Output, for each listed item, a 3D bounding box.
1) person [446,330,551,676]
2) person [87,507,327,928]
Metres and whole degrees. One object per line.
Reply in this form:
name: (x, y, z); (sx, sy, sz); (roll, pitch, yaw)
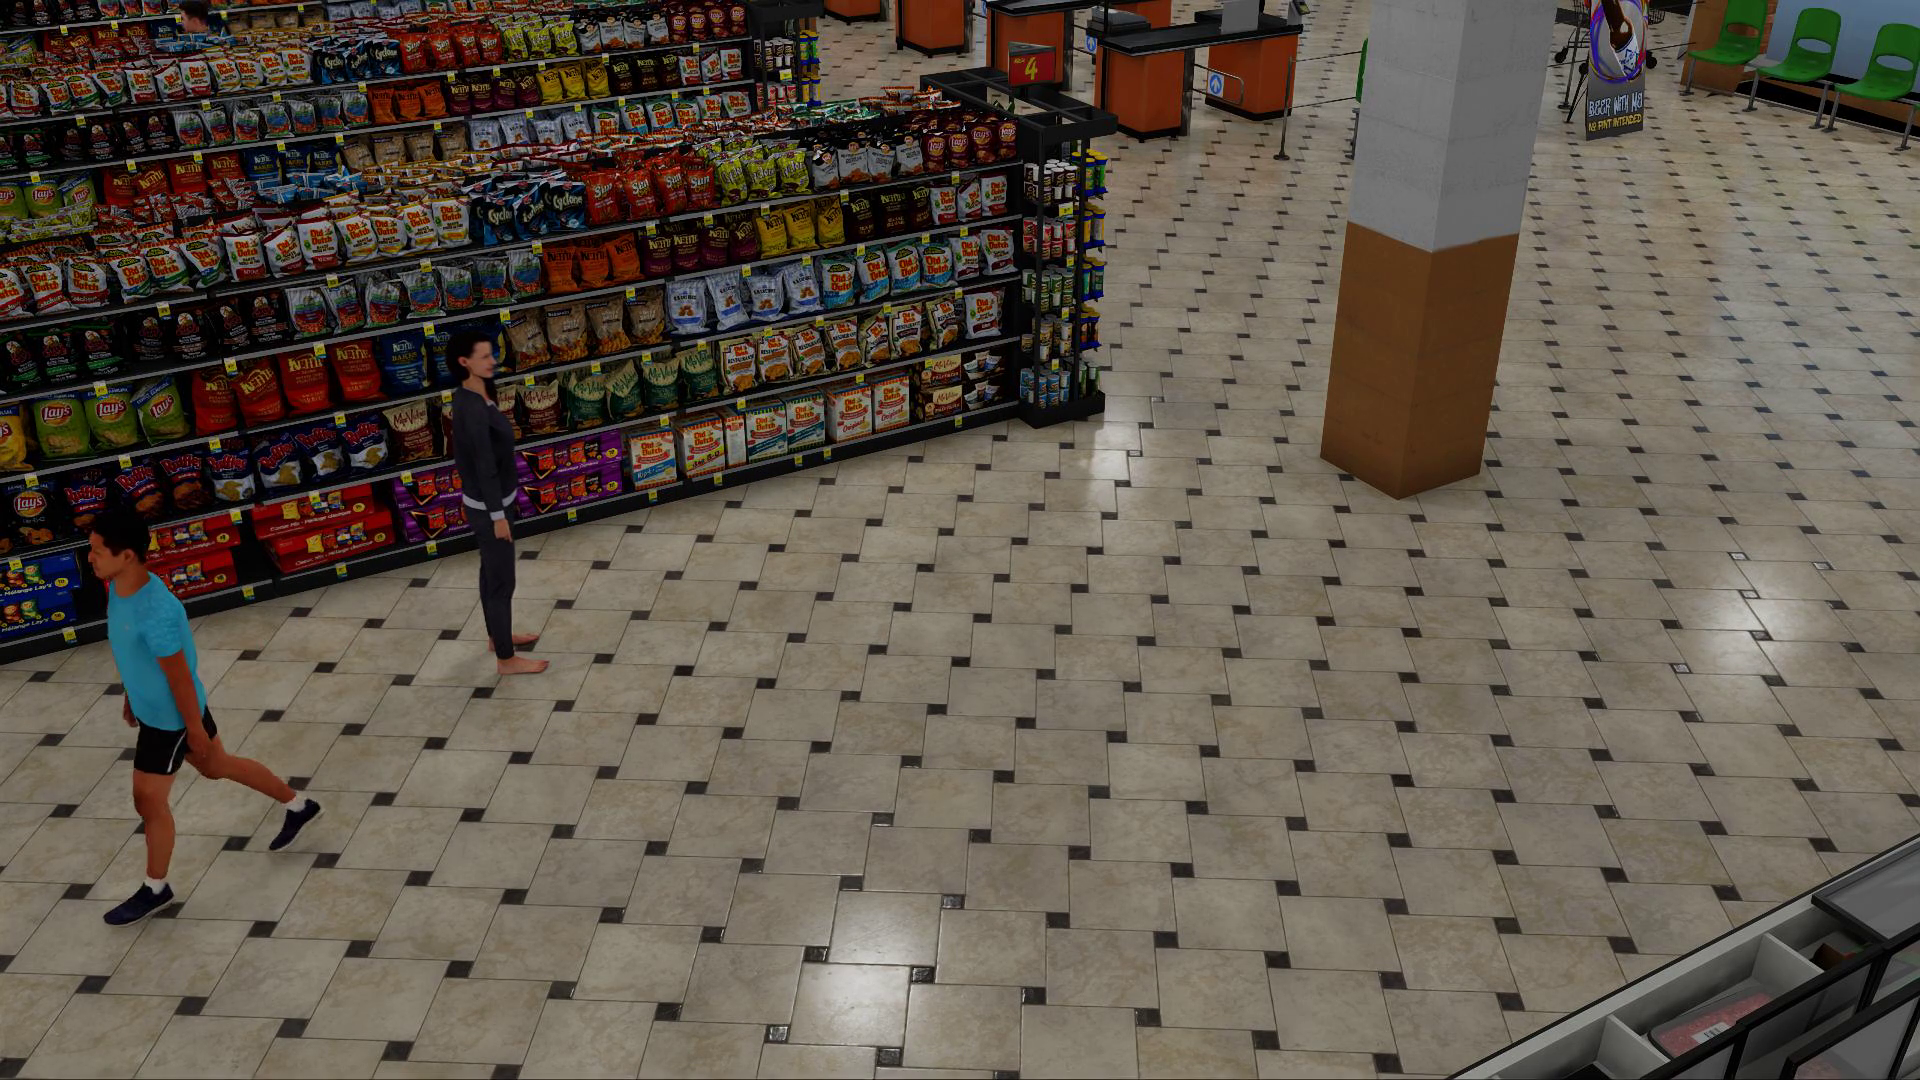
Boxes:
person: (-2.291, -0.184, 8.094); (0.564, 1.770, 0.637); (-10, 30, -18)
person: (-3.024, 0.654, 6.595); (1.187, 1.734, 0.748); (-20, 34, -32)
